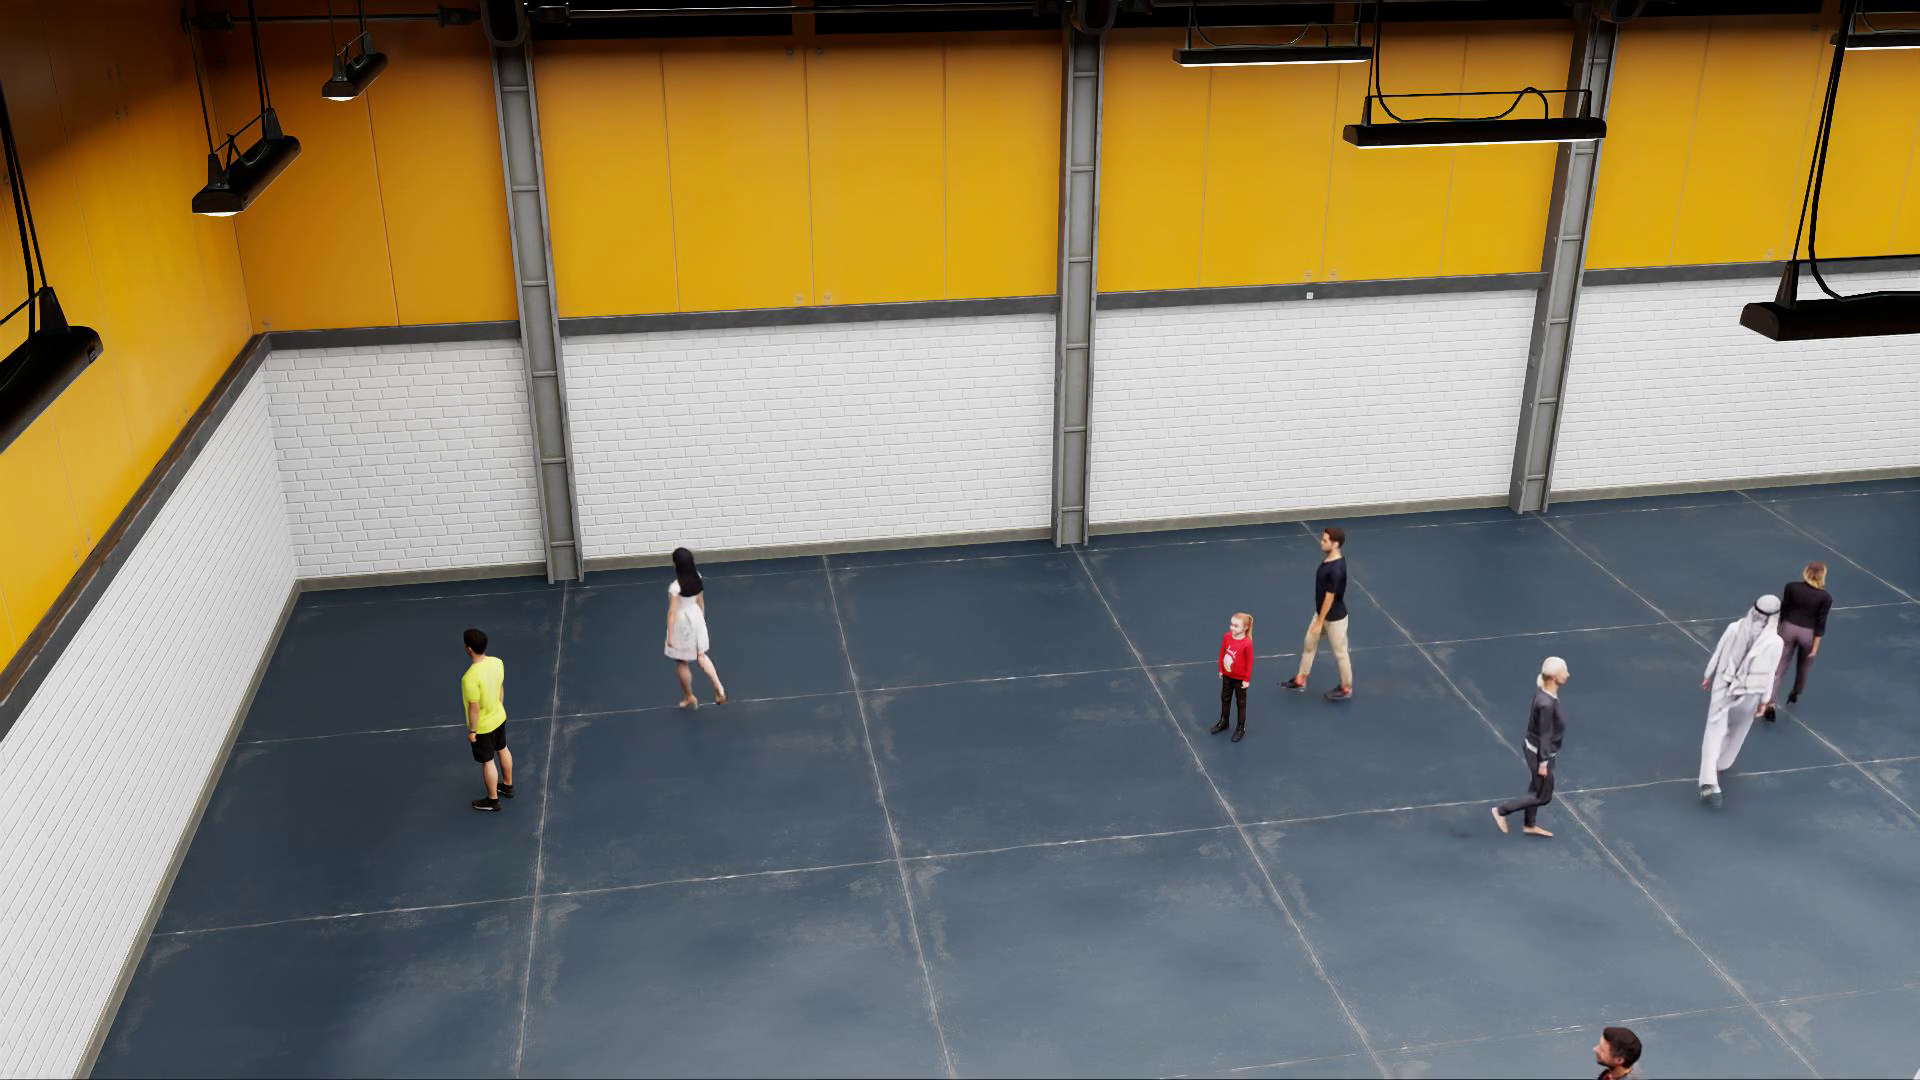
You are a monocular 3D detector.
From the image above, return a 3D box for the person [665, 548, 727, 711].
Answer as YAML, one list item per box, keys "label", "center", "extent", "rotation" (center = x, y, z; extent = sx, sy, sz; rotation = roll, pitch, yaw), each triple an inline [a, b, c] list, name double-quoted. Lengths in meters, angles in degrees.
- label: "person"
  center: [-2.563, 0.918, 16.013]
  extent: [1.010, 1.757, 0.958]
  rotation: [16, 28, 33]

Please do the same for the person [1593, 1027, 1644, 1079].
- label: "person"
  center: [3.821, 3.628, 9.684]
  extent: [0.867, 1.859, 0.830]
  rotation: [10, 26, 22]

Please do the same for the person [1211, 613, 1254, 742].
- label: "person"
  center: [2.618, 1.277, 15.786]
  extent: [0.579, 1.281, 0.628]
  rotation: [19, 30, 37]

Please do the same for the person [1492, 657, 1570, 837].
- label: "person"
  center: [4.850, 1.775, 14.107]
  extent: [0.888, 1.713, 0.786]
  rotation: [5, 24, 12]

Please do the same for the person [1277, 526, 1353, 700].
- label: "person"
  center: [3.737, 0.743, 16.325]
  extent: [0.985, 1.826, 0.740]
  rotation: [-1, 24, -3]

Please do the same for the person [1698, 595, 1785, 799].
- label: "person"
  center: [6.874, 1.405, 14.729]
  extent: [1.245, 1.893, 1.288]
  rotation: [13, 27, 27]

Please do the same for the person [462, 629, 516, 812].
- label: "person"
  center: [-4.153, 1.557, 14.611]
  extent: [0.709, 1.709, 0.707]
  rotation: [9, 25, 20]

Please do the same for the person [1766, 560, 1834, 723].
- label: "person"
  center: [8.006, 1.007, 15.968]
  extent: [1.016, 1.629, 1.083]
  rotation: [16, 28, 33]
